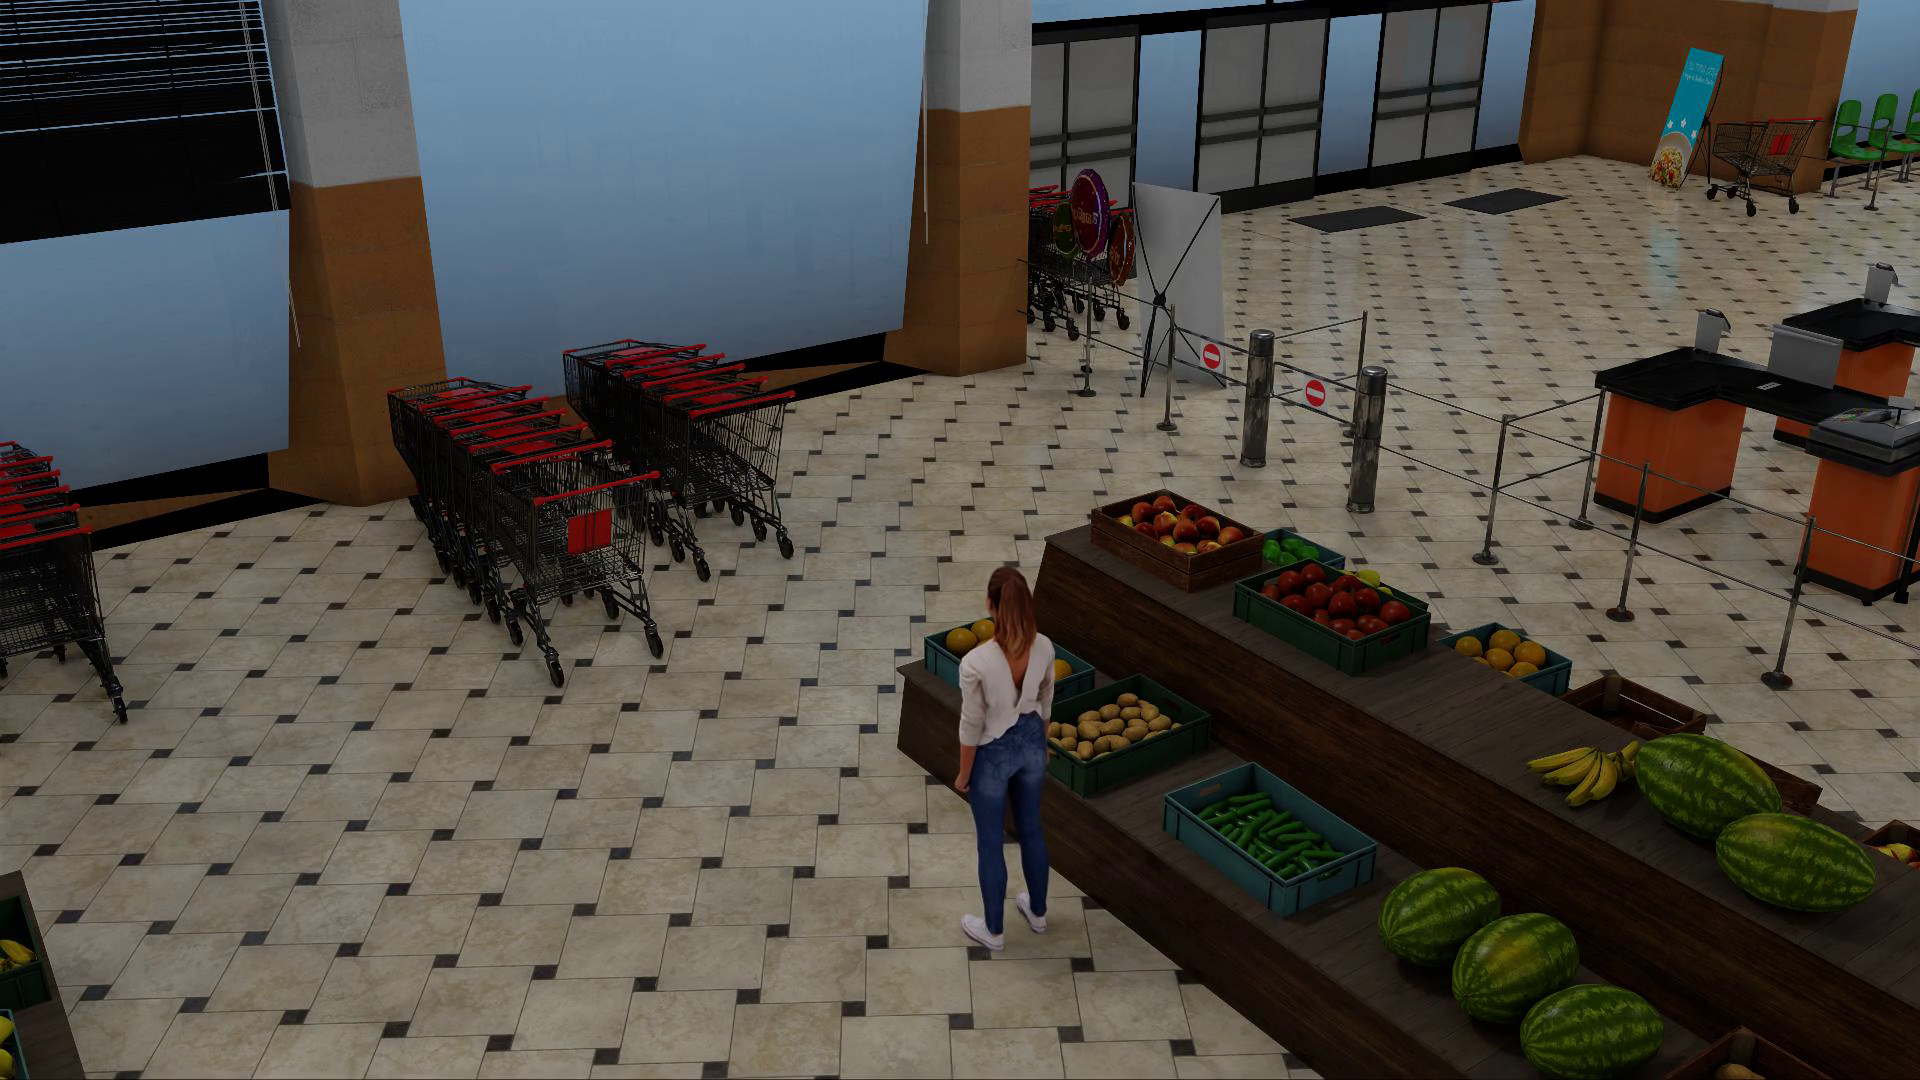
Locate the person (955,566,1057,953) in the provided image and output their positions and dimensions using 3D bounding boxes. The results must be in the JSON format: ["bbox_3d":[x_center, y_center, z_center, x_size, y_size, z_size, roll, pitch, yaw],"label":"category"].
[{"bbox_3d":[0.196,0.907,6.877,0.622,1.719,0.536,-13,27,-28],"label":"person"}]
